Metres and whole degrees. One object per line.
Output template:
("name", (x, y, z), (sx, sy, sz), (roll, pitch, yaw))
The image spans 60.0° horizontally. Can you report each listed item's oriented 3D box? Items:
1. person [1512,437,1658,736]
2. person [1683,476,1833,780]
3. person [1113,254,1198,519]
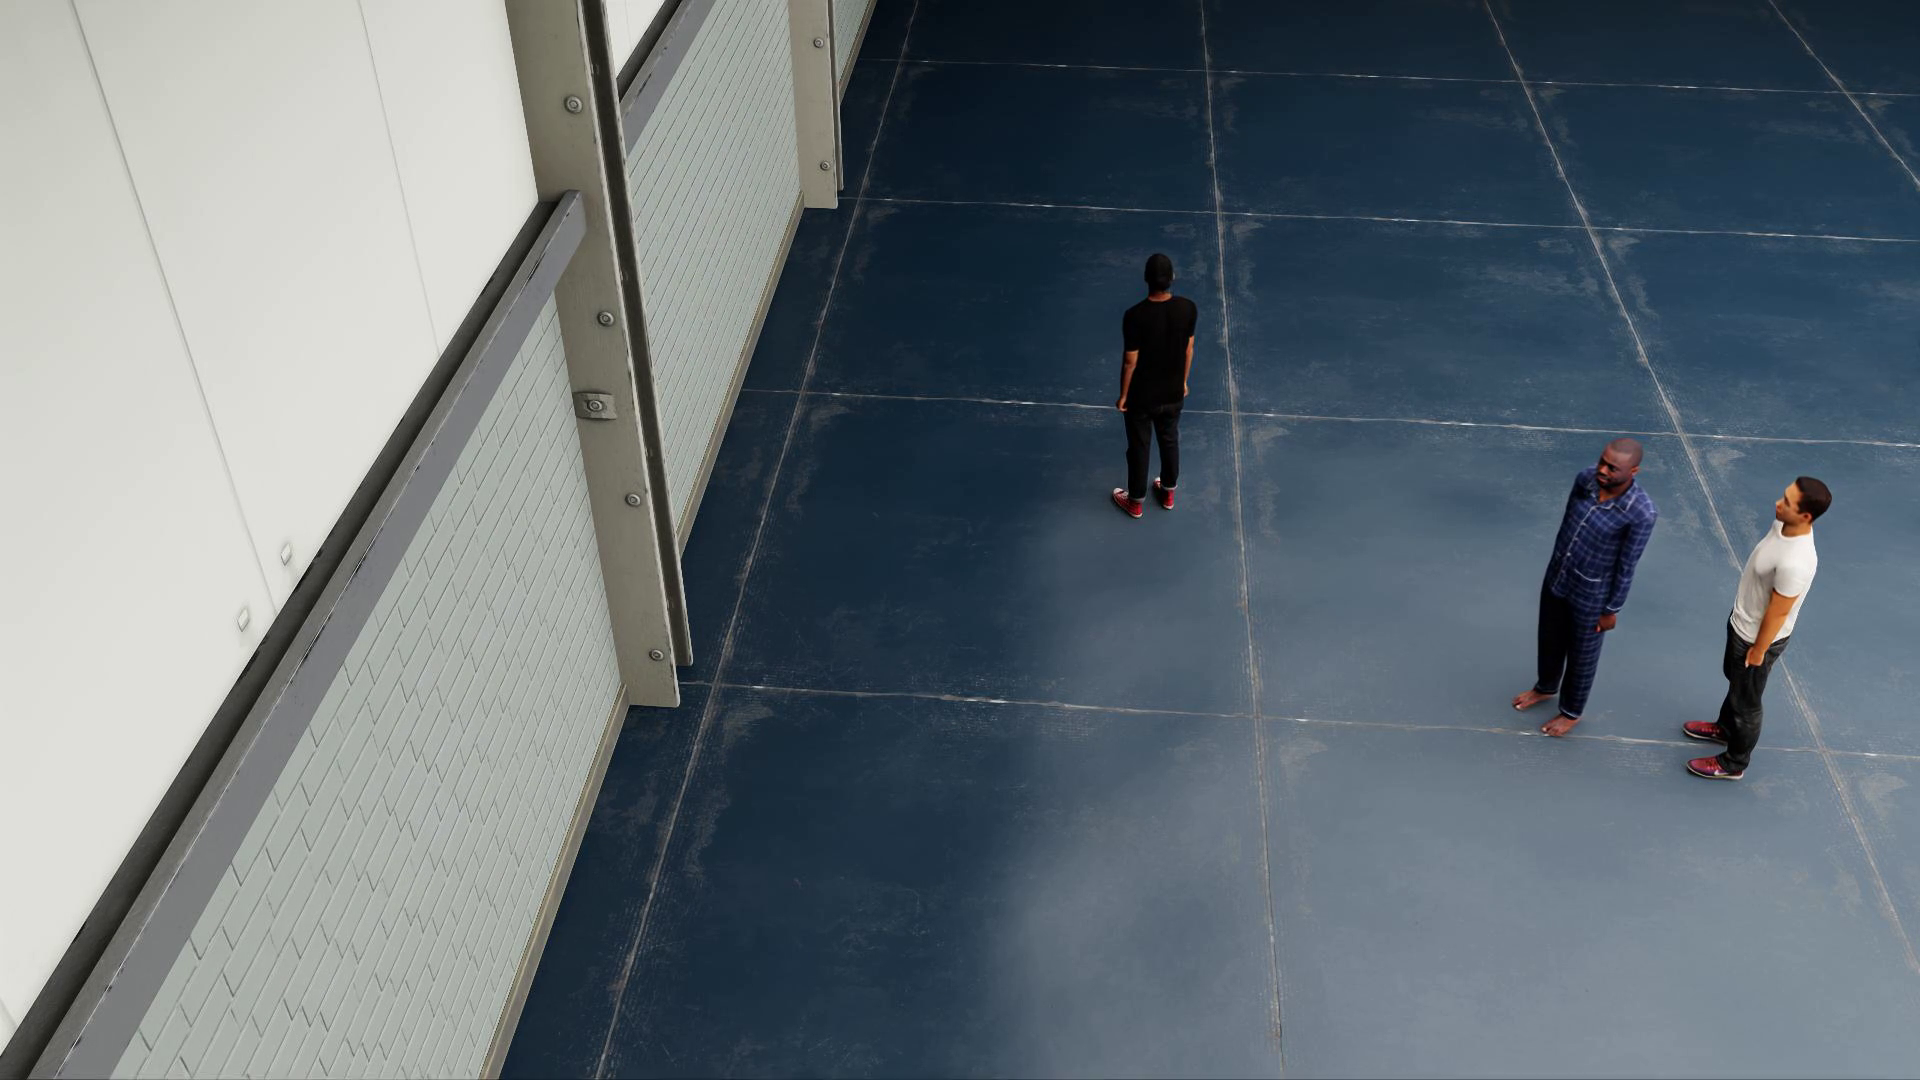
("person", (3.218, 0.222, 8.555), (0.810, 1.817, 0.696), (-15, 40, -18))
("person", (4.014, 0.434, 8.298), (0.723, 1.801, 0.531), (10, 39, 12))
("person", (1.177, -0.923, 10.069), (0.697, 1.756, 0.683), (-13, 40, -16))
